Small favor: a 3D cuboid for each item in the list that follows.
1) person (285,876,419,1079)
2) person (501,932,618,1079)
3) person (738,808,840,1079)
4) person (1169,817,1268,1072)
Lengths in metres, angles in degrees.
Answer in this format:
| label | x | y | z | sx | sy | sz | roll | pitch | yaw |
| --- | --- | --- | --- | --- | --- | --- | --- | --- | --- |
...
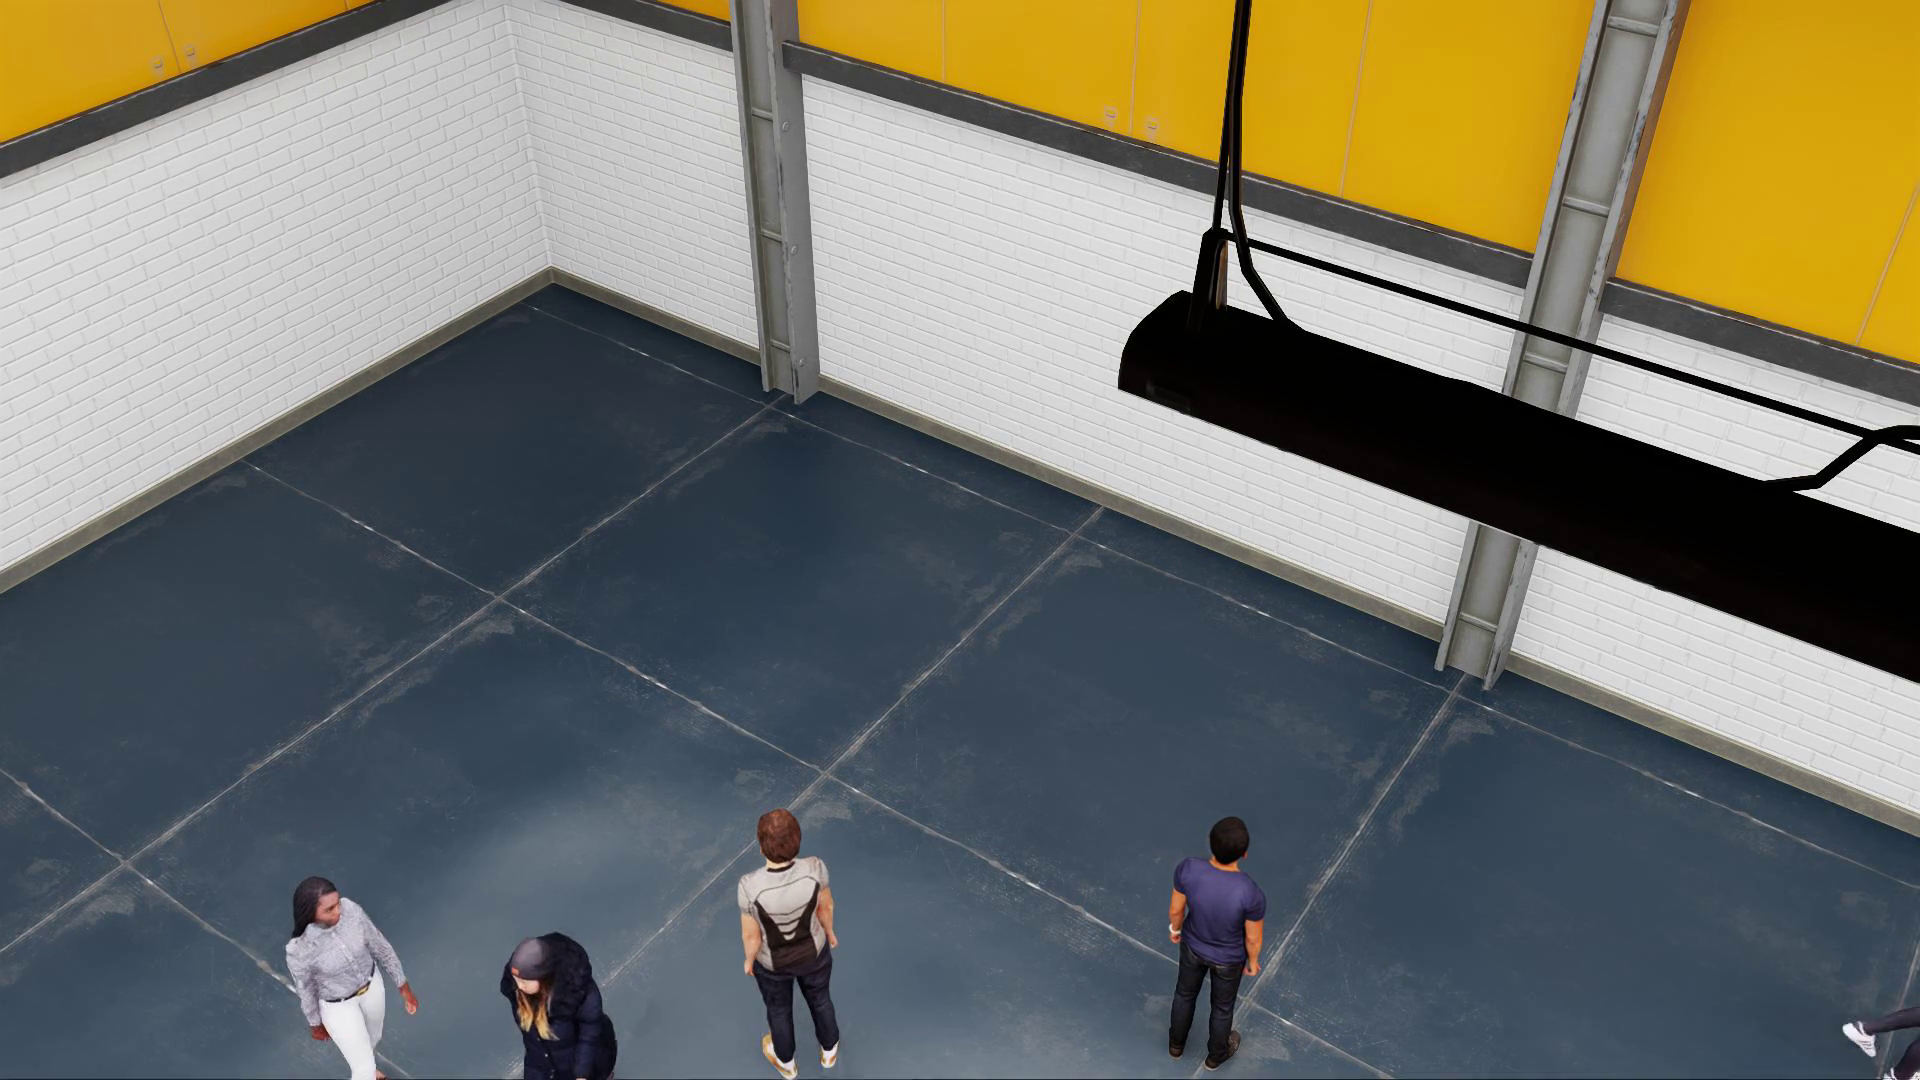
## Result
| label | x | y | z | sx | sy | sz | roll | pitch | yaw |
| --- | --- | --- | --- | --- | --- | --- | --- | --- | --- |
| person | -3.069 | 2.257 | 8.291 | 0.804 | 1.693 | 0.619 | 26 | 45 | 28 |
| person | -1.873 | 2.406 | 8.148 | 1.034 | 1.638 | 0.956 | 8 | 39 | 10 |
| person | -0.850 | 2.057 | 8.382 | 0.725 | 1.892 | 0.739 | -13 | 41 | -16 |
| person | 1.282 | 2.064 | 8.453 | 0.517 | 1.793 | 0.737 | 17 | 42 | 20 |
